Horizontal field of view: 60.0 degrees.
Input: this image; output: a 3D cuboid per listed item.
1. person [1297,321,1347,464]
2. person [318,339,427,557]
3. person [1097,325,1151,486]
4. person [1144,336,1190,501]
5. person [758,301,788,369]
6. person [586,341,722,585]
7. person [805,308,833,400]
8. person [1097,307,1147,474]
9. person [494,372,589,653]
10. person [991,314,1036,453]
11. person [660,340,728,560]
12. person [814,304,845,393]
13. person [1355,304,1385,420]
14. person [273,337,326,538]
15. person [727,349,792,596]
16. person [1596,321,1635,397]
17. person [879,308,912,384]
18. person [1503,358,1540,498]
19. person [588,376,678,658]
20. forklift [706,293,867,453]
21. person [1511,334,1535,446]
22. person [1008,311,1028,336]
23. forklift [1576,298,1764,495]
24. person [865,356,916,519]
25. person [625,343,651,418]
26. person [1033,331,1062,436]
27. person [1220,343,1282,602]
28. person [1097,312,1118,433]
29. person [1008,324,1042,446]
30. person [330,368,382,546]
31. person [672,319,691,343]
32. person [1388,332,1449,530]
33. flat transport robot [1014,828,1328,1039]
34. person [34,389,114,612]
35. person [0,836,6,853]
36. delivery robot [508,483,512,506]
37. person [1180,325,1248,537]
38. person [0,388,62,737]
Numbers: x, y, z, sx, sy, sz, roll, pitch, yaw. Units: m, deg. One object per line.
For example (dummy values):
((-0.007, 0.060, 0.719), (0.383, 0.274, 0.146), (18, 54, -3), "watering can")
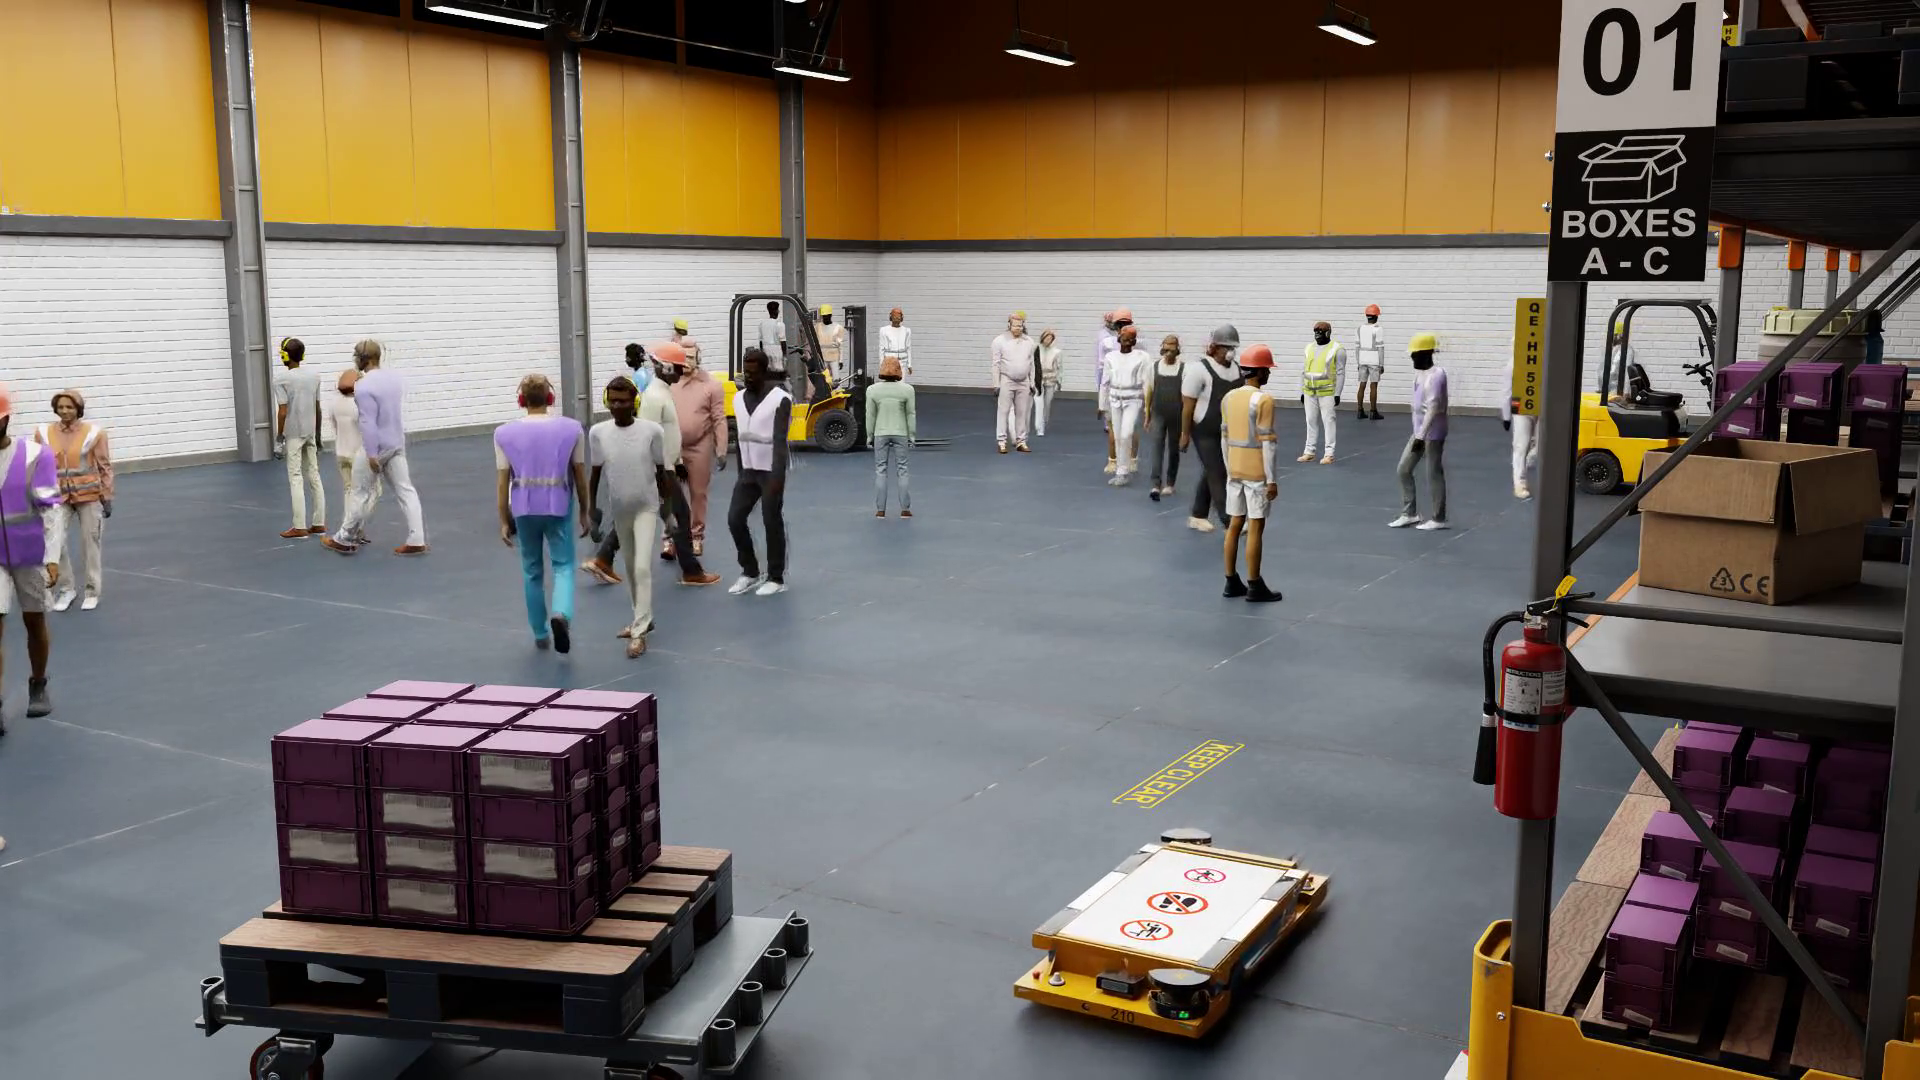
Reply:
((4.663, -1.903, 21.521), (0.631, 1.843, 0.429), (9, 13, 44), "person")
((-5.102, -0.788, 14.409), (1.022, 1.883, 0.649), (3, 9, 16), "person")
((1.862, -1.533, 19.134), (0.636, 1.859, 0.628), (6, 11, 33), "person")
((2.252, -1.328, 18.107), (0.527, 1.780, 1.010), (2, 9, 13), "person")
((-3.360, -3.333, 30.054), (0.607, 1.966, 0.367), (6, 11, 32), "person")
((-2.439, -0.582, 13.007), (1.020, 1.941, 0.617), (-2, 9, -10), "person")
((-2.491, -3.300, 30.192), (0.638, 1.867, 0.882), (4, 10, 22), "person")
((1.981, -1.821, 20.387), (0.616, 2.039, 0.389), (-1, 9, -7), "person")
((-2.680, -0.161, 10.687), (0.576, 1.830, 0.697), (-2, 9, -12), "person")
((0.750, -2.137, 22.801), (0.638, 1.903, 0.408), (-4, 10, -22), "person")
((-2.331, -0.759, 14.232), (0.677, 1.879, 0.785), (-1, 9, -4), "person")
((-2.334, -3.233, 29.597), (0.587, 1.917, 0.412), (3, 10, 20), "person")
((6.921, -2.995, 28.034), (0.354, 1.939, 0.544), (-8, 12, -42), "person")
((-6.154, -0.949, 15.465), (0.329, 1.876, 0.508), (5, 10, 29), "person")
((-1.541, -0.495, 12.606), (0.584, 1.887, 0.568), (6, 11, 33), "person")
((9.127, -2.147, 23.183), (0.677, 1.831, 0.608), (-3, 10, -19), "person")
((-1.074, -2.924, 27.749), (0.574, 1.887, 0.355), (-4, 10, -22), "person")
((6.272, -1.379, 18.301), (0.649, 1.825, 0.489), (-1, 9, -9), "person")
((-2.168, -0.178, 10.921), (0.554, 1.806, 0.835), (1, 9, 7), "person")
((-2.458, -2.344, 23.176), (2.313, 2.155, 1.214), (0, 9, -2), "forklift")
((8.151, -2.309, 23.765), (0.372, 1.936, 0.627), (-6, 11, -32), "person")
((1.172, -3.578, 32.351), (0.535, 1.723, 0.870), (7, 12, 39), "person")
((7.954, -1.589, 18.462), (2.313, 2.155, 1.214), (5, 11, 30), "forklift")
((-0.695, -1.025, 16.685), (0.502, 1.632, 0.279), (0, 9, 1), "person")
((-3.699, -1.376, 18.728), (0.732, 1.667, 0.541), (-1, 9, -7), "person")
((1.284, -2.403, 25.407), (0.531, 1.600, 0.789), (0, 9, -2), "person")
((2.193, -0.505, 12.489), (0.365, 1.939, 0.542), (-5, 11, -30), "person")
((2.320, -2.556, 25.532), (0.424, 1.863, 0.676), (2, 9, 12), "person")
((0.849, -2.242, 23.843), (0.637, 1.785, 0.995), (0, 9, 1), "person")
((-5.427, -0.739, 14.959), (0.500, 1.618, 0.347), (4, 10, 25), "person")
((-4.740, -2.840, 27.827), (0.799, 1.695, 0.551), (-2, 9, -13), "person")
((4.387, -1.021, 15.852), (0.672, 1.898, 0.585), (-2, 9, -10), "person")
((0.803, 1.368, 5.989), (0.652, 0.197, 1.431), (5, 10, 28), "flat transport robot")
((-6.409, -0.277, 12.029), (0.555, 1.618, 0.488), (-2, 9, -11), "person")
((-4.283, 0.519, 6.848), (0.535, 1.697, 0.322), (-1, 9, -8), "person")
((-4.154, -0.409, 15.904), (0.477, 0.478, 0.707), (-5, 11, -30), "delivery robot")
((2.448, -1.038, 15.502), (0.690, 2.000, 1.027), (-6, 11, -33), "person")
((-5.088, 0.102, 8.892), (0.553, 1.874, 1.004), (-4, 10, -24), "person")
